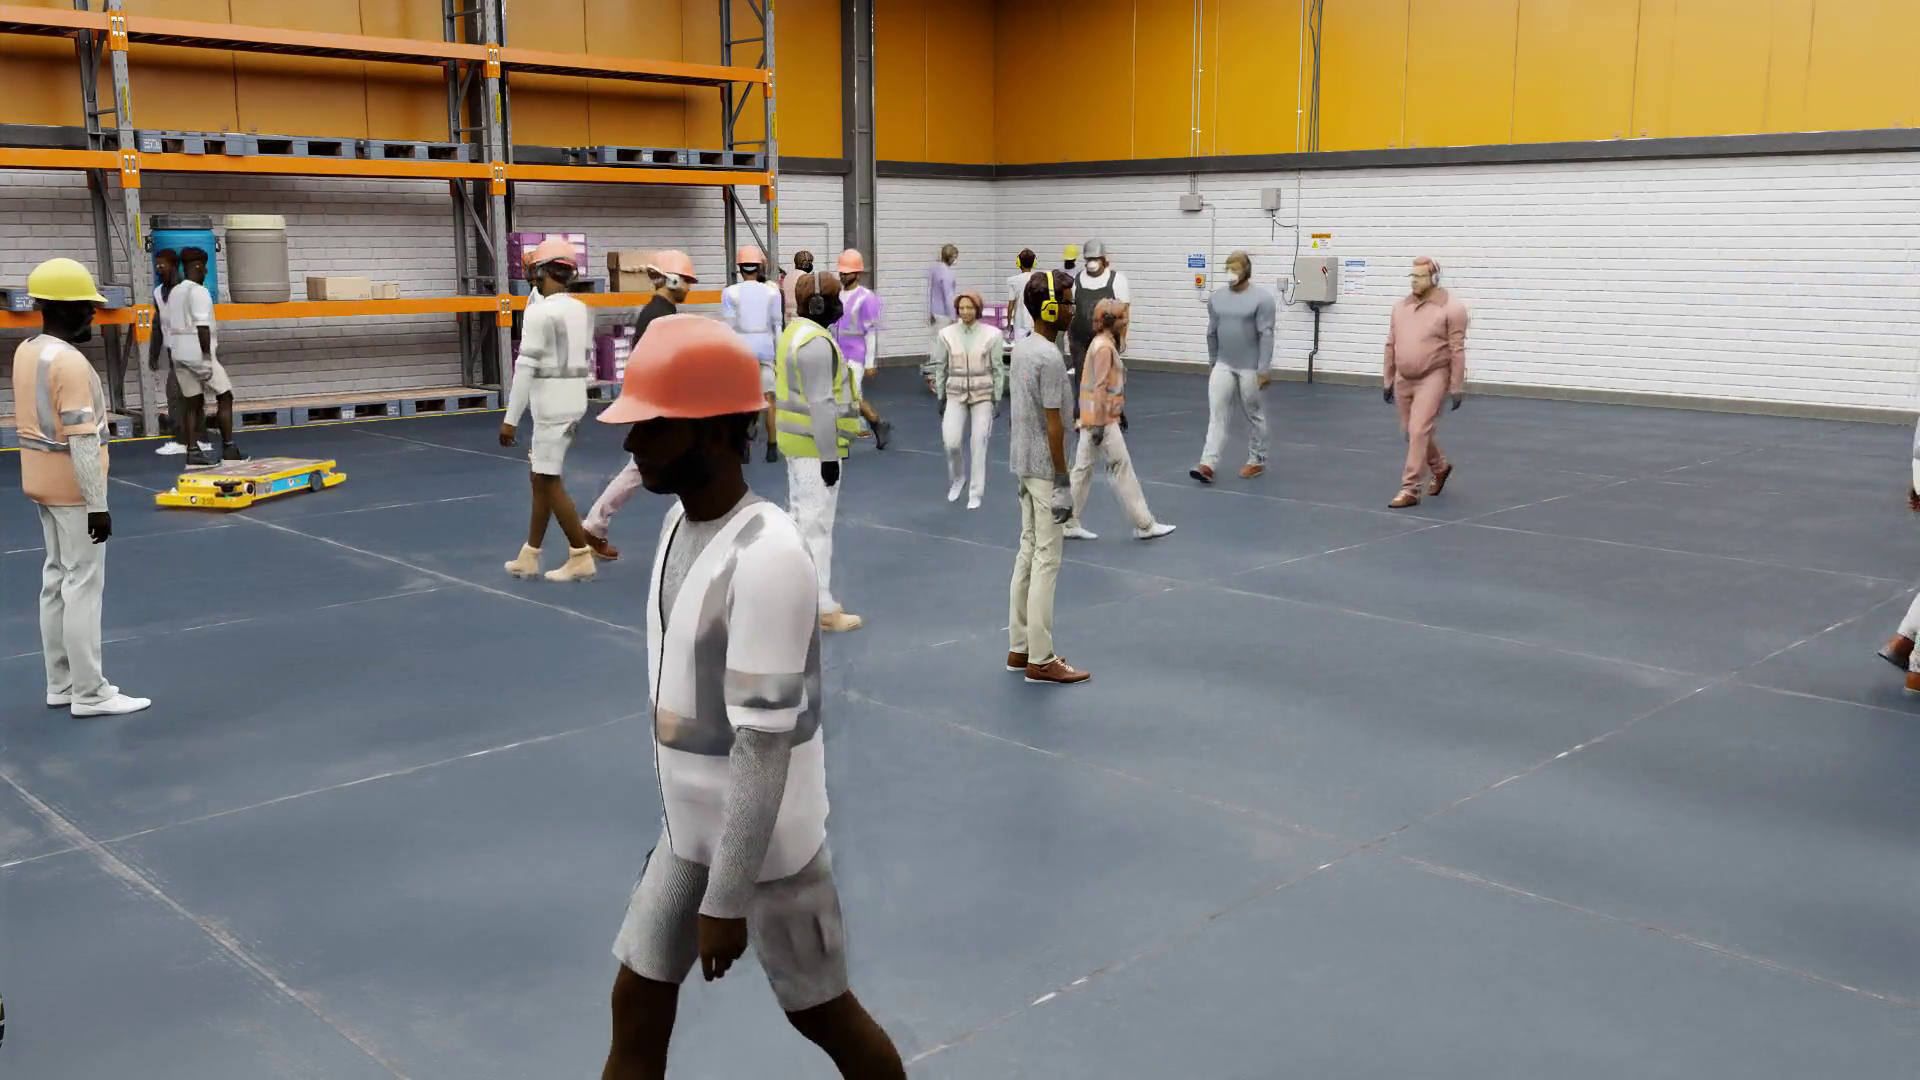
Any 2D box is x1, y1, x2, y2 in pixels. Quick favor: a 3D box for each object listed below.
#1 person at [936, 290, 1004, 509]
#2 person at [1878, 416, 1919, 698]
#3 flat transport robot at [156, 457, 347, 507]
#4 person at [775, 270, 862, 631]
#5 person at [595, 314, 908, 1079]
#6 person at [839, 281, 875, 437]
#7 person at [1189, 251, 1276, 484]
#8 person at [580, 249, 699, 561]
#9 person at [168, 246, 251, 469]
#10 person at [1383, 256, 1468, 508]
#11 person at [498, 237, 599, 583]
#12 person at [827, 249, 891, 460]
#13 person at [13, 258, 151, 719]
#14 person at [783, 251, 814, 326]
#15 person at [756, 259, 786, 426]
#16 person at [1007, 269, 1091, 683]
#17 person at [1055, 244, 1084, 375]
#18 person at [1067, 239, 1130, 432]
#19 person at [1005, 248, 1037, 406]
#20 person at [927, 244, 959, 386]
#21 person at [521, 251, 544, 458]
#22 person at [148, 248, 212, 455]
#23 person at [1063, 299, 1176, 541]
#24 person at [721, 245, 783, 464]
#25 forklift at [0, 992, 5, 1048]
[{"bbox_3d":[0.071,-1.033,12.323,0.516,1.626,0.362,1,10,8],"label":"person"},{"bbox_3d":[4.373,-0.239,7.172,0.471,1.921,0.636,1,10,5],"label":"person"},{"bbox_3d":[-5.463,-0.461,12.889,0.652,0.197,1.431,2,11,13],"label":"flat transport robot"},{"bbox_3d":[-0.733,-0.461,8.604,0.430,1.845,0.624,-3,11,-16],"label":"person"},{"bbox_3d":[-0.441,0.523,3.130,1.012,1.883,0.575,-6,12,-30],"label":"person"},{"bbox_3d":[-1.214,-1.776,16.454,0.510,1.592,0.847,7,13,34],"label":"person"},{"bbox_3d":[2.247,-1.402,13.608,0.651,1.882,1.003,8,13,37],"label":"person"},{"bbox_3d":[-1.930,-0.810,10.243,0.974,1.951,0.631,0,10,-1],"label":"person"},{"bbox_3d":[-6.586,-1.593,14.553,0.651,1.924,0.661,7,13,34],"label":"person"},{"bbox_3d":[3.524,-1.206,12.588,0.889,1.878,0.654,-9,13,-39],"label":"person"},{"bbox_3d":[-2.455,-0.739,9.676,0.567,2.002,0.659,2,11,10],"label":"person"},{"bbox_3d":[-0.929,-1.673,15.044,0.574,1.907,0.800,10,14,43],"label":"person"},{"bbox_3d":[-3.731,-0.214,7.018,0.595,1.925,0.375,10,14,42],"label":"person"},{"bbox_3d":[-1.949,-2.667,20.669,0.431,1.836,0.619,-8,13,-37],"label":"person"},{"bbox_3d":[-2.071,-2.123,17.823,0.930,1.808,0.640,-10,14,-43],"label":"person"},{"bbox_3d":[0.393,-0.281,7.570,0.316,1.860,0.531,-3,11,-17],"label":"person"},{"bbox_3d":[1.597,-3.319,24.060,0.625,1.882,0.627,-8,13,-39],"label":"person"},{"bbox_3d":[1.424,-2.168,17.366,0.680,2.000,1.022,1,10,8],"label":"person"},{"bbox_3d":[0.780,-2.488,19.581,0.510,1.872,0.329,-2,11,-13],"label":"person"},{"bbox_3d":[-0.100,-3.018,22.372,0.775,1.904,0.659,-3,11,-15],"label":"person"},{"bbox_3d":[-3.811,-1.687,15.169,0.354,1.886,0.572,-2,11,-9],"label":"person"},{"bbox_3d":[-7.303,-1.728,15.351,0.630,1.892,0.760,7,13,34],"label":"person"},{"bbox_3d":[1.039,-0.779,10.971,0.816,1.598,0.534,0,10,0],"label":"person"},{"bbox_3d":[-1.856,-1.648,14.820,0.551,1.932,0.377,-3,11,-18],"label":"person"},{"bbox_3d":[-3.245,0.323,3.363,2.313,2.155,1.214,2,11,13],"label":"forklift"}]
